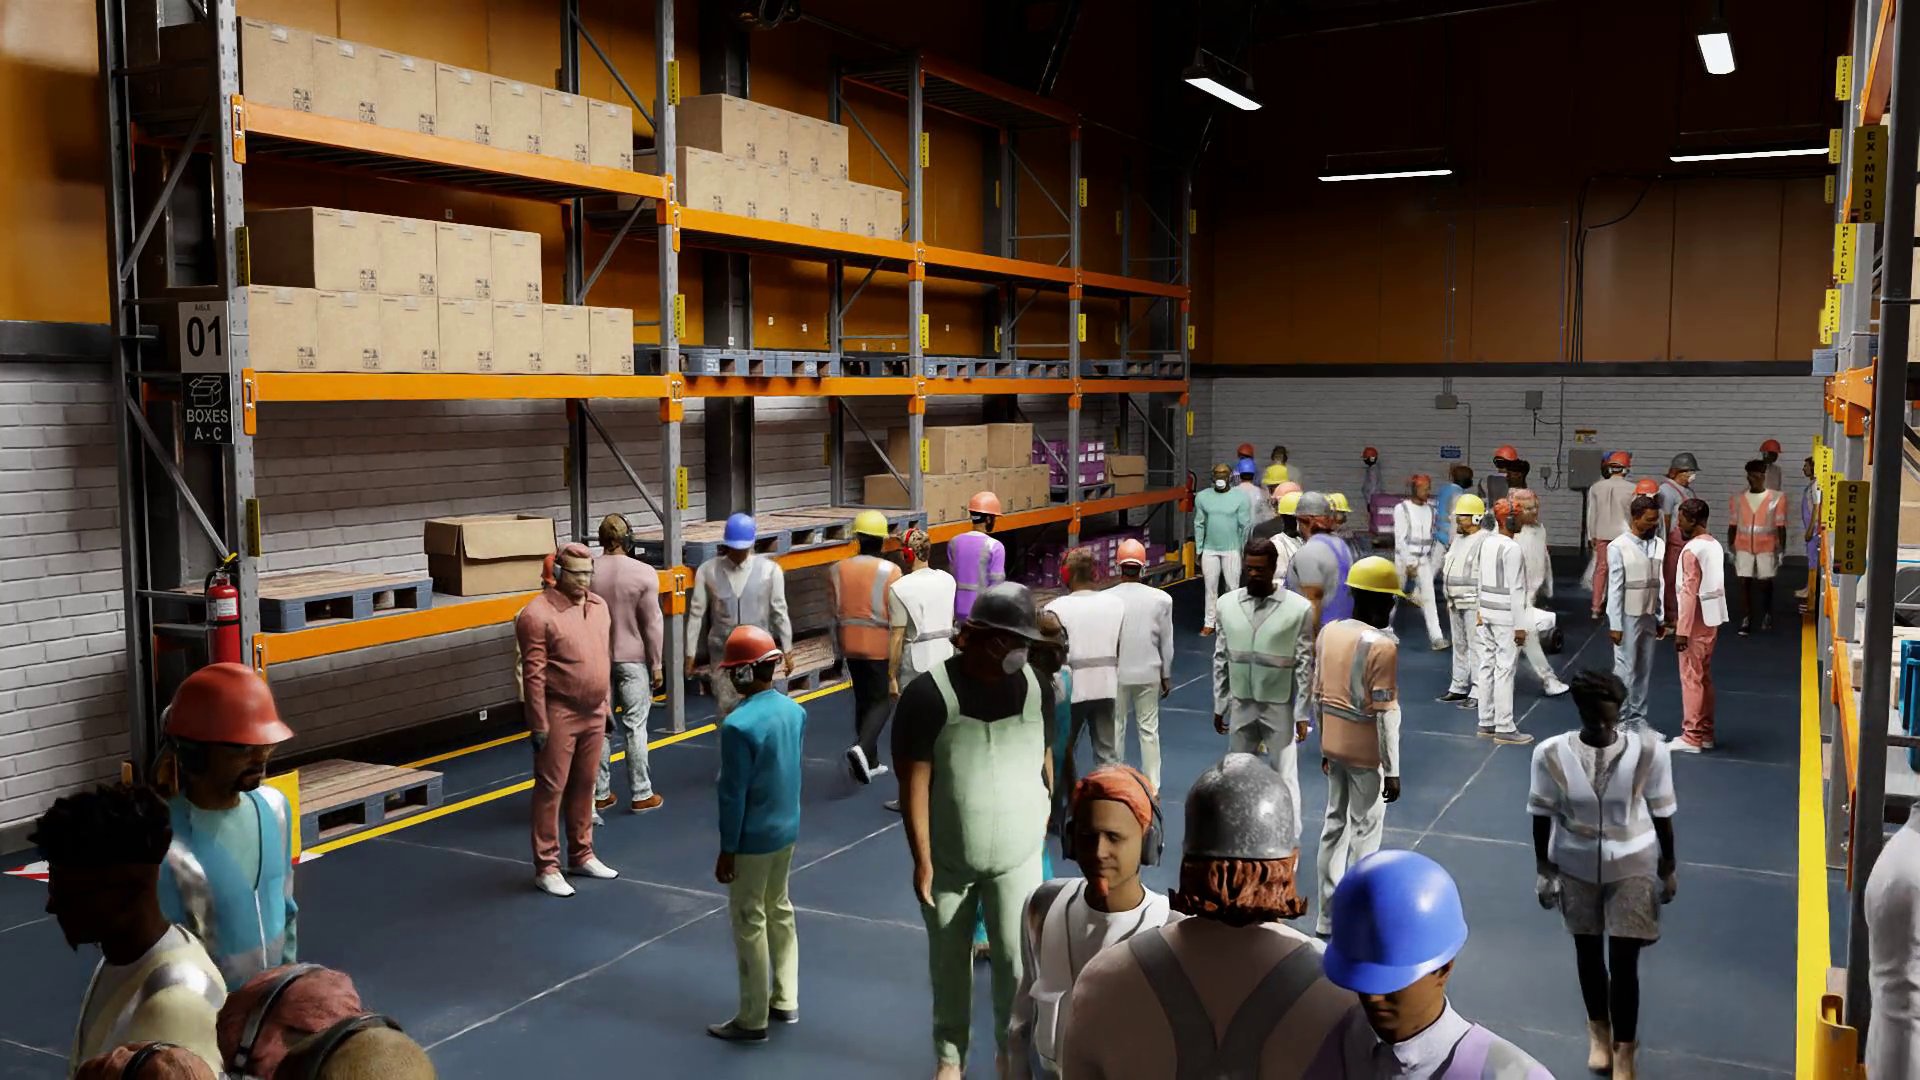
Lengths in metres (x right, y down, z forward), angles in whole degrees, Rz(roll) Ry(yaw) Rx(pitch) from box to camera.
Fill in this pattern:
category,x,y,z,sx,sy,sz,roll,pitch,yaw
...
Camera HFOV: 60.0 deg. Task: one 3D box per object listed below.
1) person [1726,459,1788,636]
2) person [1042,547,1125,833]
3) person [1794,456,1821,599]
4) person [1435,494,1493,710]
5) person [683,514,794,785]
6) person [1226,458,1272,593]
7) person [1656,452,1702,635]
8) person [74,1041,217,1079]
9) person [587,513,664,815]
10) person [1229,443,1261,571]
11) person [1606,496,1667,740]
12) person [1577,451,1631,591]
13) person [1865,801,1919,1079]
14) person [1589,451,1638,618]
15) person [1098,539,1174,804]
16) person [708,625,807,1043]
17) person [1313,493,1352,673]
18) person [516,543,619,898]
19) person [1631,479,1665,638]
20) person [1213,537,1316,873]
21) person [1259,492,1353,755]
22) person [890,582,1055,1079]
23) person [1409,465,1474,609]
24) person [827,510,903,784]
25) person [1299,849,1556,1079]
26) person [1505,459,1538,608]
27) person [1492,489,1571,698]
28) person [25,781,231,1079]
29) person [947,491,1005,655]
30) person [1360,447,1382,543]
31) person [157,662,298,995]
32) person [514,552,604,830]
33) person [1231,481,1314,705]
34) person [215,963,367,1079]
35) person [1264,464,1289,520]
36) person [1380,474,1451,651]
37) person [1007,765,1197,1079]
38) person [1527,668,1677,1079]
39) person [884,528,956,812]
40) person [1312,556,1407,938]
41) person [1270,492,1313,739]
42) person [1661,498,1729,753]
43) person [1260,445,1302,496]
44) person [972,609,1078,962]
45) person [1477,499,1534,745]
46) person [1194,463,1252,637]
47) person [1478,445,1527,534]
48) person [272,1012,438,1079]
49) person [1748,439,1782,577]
category,x,y,z,sx,sy,sz,roll,pitch,yaw
person,8.755,0.080,18.271,0.627,1.950,0.483,4,7,39
person,0.729,0.941,9.914,0.555,1.791,0.946,-2,6,-19
person,10.987,-0.161,21.452,0.345,1.846,0.508,3,6,27
person,4.313,0.524,14.149,0.404,1.833,0.587,-2,6,-16
person,-1.494,0.766,11.202,0.726,1.885,0.873,0,5,-5
person,3.267,0.022,19.009,0.625,1.928,0.569,2,6,20
person,7.952,0.025,18.403,0.699,2.000,0.536,-5,7,-42
person,-1.345,1.667,2.873,0.315,1.640,0.515,1,5,7
person,-2.194,0.794,10.672,0.627,1.940,0.373,1,5,12
person,4.148,-0.483,24.568,0.578,1.907,0.484,0,5,-2
person,5.212,0.610,12.848,0.598,1.908,0.410,-3,6,-32
person,8.720,-0.246,22.180,1.044,1.897,0.632,-1,5,-6
person,2.603,1.410,4.333,0.421,1.889,0.662,5,7,43
person,7.686,-0.047,19.499,0.408,1.984,0.617,-5,7,-44
person,1.115,0.867,10.873,0.563,1.752,0.325,0,5,-3
person,-0.870,1.229,7.058,0.349,1.740,0.575,2,6,23
person,3.446,0.443,15.434,0.337,1.757,0.518,2,6,16
person,-2.108,0.961,9.095,0.400,1.902,0.643,3,6,29
person,7.477,0.203,18.097,0.367,1.743,0.559,2,6,24
person,1.714,0.929,9.418,0.589,1.908,0.400,3,6,30
person,2.598,0.602,12.204,1.045,2.000,0.692,4,7,39
person,0.060,1.144,6.370,0.659,2.000,0.589,-1,5,-6
person,5.961,-0.021,20.250,0.963,1.799,0.669,0,5,-3
person,-0.667,0.745,11.431,0.605,1.900,0.684,3,6,26
person,0.787,1.504,3.038,0.602,1.939,0.399,5,7,40
person,6.122,0.089,18.196,0.368,1.960,0.608,0,5,2
person,5.027,0.468,14.721,0.674,1.829,0.996,-4,7,-40
person,-1.673,1.459,3.489,0.453,1.947,0.613,-4,7,-36
person,0.157,0.581,13.059,0.549,1.926,0.389,4,7,40
person,6.762,-0.661,27.387,0.357,1.743,0.563,1,5,14
person,-1.948,1.331,4.427,0.417,2.034,0.607,1,5,15
person,-2.455,0.931,10.280,0.573,1.738,0.354,-3,6,-32
person,2.653,0.478,14.034,0.990,1.953,0.640,-5,7,-42
person,-1.020,1.570,2.578,0.401,1.893,0.692,0,5,-2
person,3.634,0.078,18.755,0.452,1.875,0.737,0,5,5
person,4.749,0.226,17.426,0.567,1.834,1.036,-2,6,-21
person,0.342,1.454,3.868,0.576,1.884,0.354,4,7,39
person,2.496,1.316,6.494,0.549,1.654,0.644,3,6,27
person,-0.242,0.844,10.701,0.393,1.836,0.560,5,7,43
person,1.970,1.037,8.148,0.377,1.919,0.594,-2,6,-22
person,2.581,0.584,13.002,0.370,1.927,0.588,3,6,26
person,5.547,0.641,12.501,0.402,1.909,0.599,4,7,40
person,4.579,-0.406,23.729,0.638,1.917,0.647,3,6,31
person,0.261,1.173,7.563,0.874,1.781,0.577,4,6,34
person,4.195,0.623,12.818,0.355,1.883,0.573,-1,5,-9
person,2.843,0.123,18.021,0.642,1.927,0.394,3,6,29
person,6.472,-0.106,19.805,0.614,2.042,0.373,5,7,41
person,-0.821,1.580,2.258,0.375,1.934,0.625,3,6,26
person,11.531,-0.447,23.809,0.611,1.985,0.412,-2,6,-24
